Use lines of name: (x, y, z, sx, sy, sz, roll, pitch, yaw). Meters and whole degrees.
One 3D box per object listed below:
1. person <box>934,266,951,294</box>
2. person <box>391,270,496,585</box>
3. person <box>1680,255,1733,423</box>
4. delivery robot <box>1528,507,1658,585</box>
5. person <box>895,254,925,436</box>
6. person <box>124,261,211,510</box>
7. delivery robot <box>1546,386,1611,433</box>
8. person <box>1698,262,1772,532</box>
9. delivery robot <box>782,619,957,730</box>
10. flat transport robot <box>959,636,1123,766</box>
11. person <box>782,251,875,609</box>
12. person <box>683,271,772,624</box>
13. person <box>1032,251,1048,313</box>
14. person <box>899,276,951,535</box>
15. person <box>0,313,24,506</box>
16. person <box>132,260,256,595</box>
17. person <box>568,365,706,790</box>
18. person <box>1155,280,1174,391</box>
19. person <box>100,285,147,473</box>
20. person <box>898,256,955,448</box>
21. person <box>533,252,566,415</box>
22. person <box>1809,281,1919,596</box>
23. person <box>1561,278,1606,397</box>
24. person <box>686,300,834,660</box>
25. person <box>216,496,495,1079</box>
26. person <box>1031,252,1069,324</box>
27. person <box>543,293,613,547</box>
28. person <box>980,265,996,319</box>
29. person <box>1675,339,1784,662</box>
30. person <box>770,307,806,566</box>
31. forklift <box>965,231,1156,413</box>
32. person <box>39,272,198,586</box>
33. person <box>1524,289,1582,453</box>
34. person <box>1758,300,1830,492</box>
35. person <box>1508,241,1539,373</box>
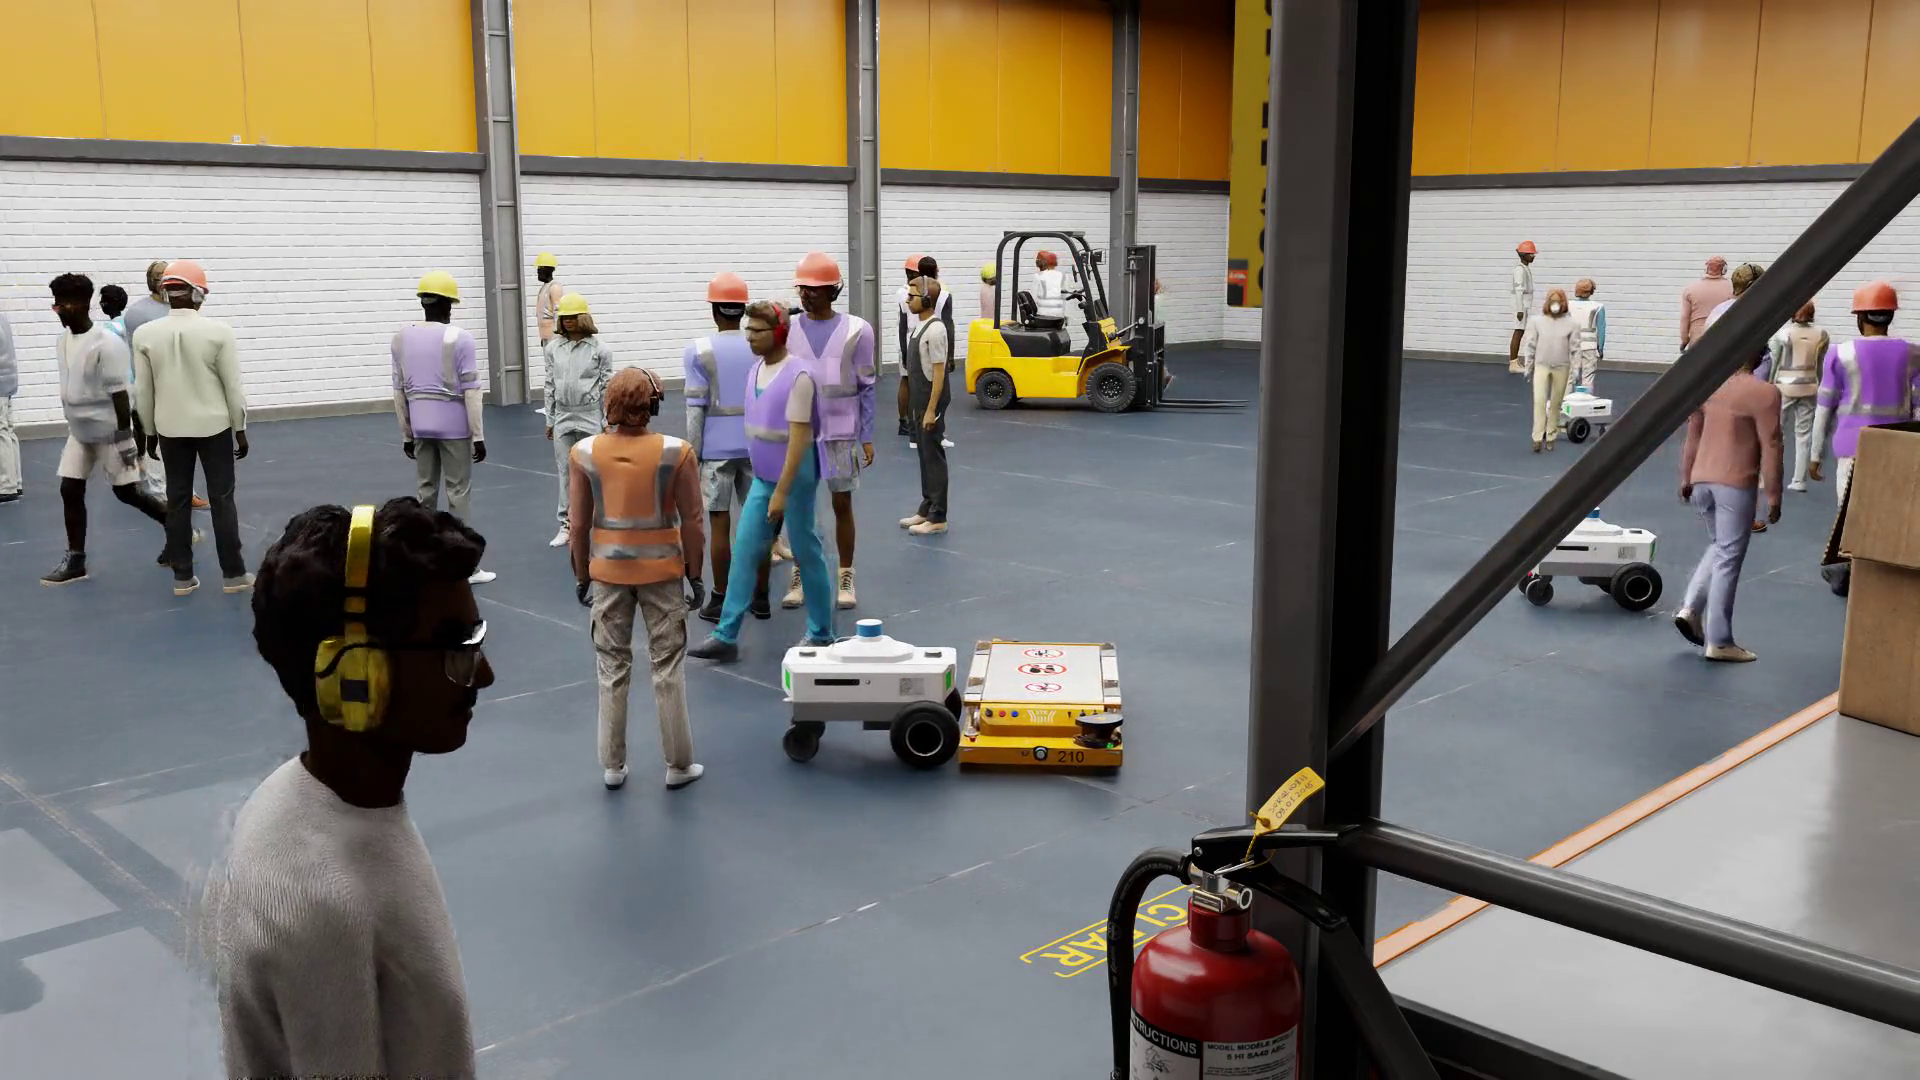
person: (-0.417, -2.593, 21.002, 0.646, 1.785, 0.923, 2, 11, 11)
person: (-3.149, -0.672, 10.130, 0.585, 1.922, 0.377, 3, 11, 16)
person: (8.526, -2.270, 18.892, 0.652, 1.906, 0.403, 6, 12, 29)
delivery robot: (3.649, 0.050, 9.672, 0.707, 0.478, 0.477, 1, 11, 8)
person: (-0.492, -2.082, 17.806, 0.374, 1.928, 0.542, 3, 11, 14)
person: (-6.057, -1.159, 12.747, 0.357, 1.936, 0.637, 3, 11, 18)
delivery robot: (6.452, -1.358, 17.349, 0.707, 0.478, 0.477, -6, 12, -29)
person: (5.619, -1.027, 12.026, 0.373, 1.940, 0.630, -2, 11, -12)
delivery robot: (-0.370, 0.570, 6.836, 0.707, 0.478, 0.477, 0, 10, 1)
flat transport robot: (0.367, 0.677, 7.280, 0.652, 0.197, 1.431, 1, 10, 4)
person: (-0.790, -0.614, 9.485, 0.615, 2.040, 0.369, 1, 10, 4)
person: (-1.258, -0.502, 9.165, 0.545, 1.938, 0.357, -6, 12, -28)
person: (1.317, -3.663, 26.545, 0.356, 1.885, 0.574, -5, 11, -23)
person: (-0.243, -0.959, 11.906, 0.344, 1.847, 0.504, -2, 11, -12)
person: (-7.681, -1.183, 13.165, 0.404, 1.830, 0.601, -4, 11, -19)
person: (-4.545, -0.660, 9.894, 0.611, 1.985, 0.393, -1, 10, -7)
person: (-1.236, 0.154, 6.401, 0.523, 1.638, 0.311, 0, 10, 3)
person: (2.561, -2.704, 22.009, 0.449, 1.618, 0.509, 1, 10, 6)
person: (-7.434, -1.406, 14.750, 0.320, 1.697, 0.532, -1, 10, -7)
person: (-0.328, -1.870, 16.665, 0.596, 1.920, 0.380, 5, 11, 24)
person: (-4.874, -2.447, 19.786, 0.354, 1.930, 0.590, -6, 12, -29)
person: (5.154, -0.523, 9.458, 0.555, 1.869, 1.045, 2, 11, 9)
person: (7.160, -2.190, 19.183, 0.523, 1.638, 0.311, 7, 12, 33)
person: (-0.976, -0.262, 8.206, 0.887, 1.805, 0.563, -8, 13, -38)
person: (-0.682, 0.890, 1.890, 0.560, 1.881, 0.581, -4, 11, -21)
person: (1.382, -3.518, 25.781, 0.604, 1.874, 0.460, -3, 11, -17)
person: (-2.613, -0.813, 11.392, 0.492, 1.743, 0.294, 1, 10, 6)
person: (0.397, -2.892, 22.799, 0.293, 1.730, 0.672, 1, 10, 7)
person: (3.888, -0.265, 8.360, 0.382, 1.746, 0.615, -4, 11, -19)
person: (-1.141, -0.677, 10.844, 0.348, 1.674, 0.563, 5, 11, 25)
forklift: (1.222, -2.721, 20.561, 2.313, 2.155, 1.214, 2, 11, 13)
person: (-5.277, -0.708, 10.363, 0.606, 1.929, 0.915, 6, 12, 29)
person: (5.796, -1.641, 16.271, 0.523, 1.592, 0.801, 3, 11, 18)
person: (6.924, -1.205, 13.831, 0.520, 1.638, 0.345, 0, 10, -1)
person: (8.760, -3.617, 25.859, 0.374, 2.042, 0.615, 5, 11, 24)
